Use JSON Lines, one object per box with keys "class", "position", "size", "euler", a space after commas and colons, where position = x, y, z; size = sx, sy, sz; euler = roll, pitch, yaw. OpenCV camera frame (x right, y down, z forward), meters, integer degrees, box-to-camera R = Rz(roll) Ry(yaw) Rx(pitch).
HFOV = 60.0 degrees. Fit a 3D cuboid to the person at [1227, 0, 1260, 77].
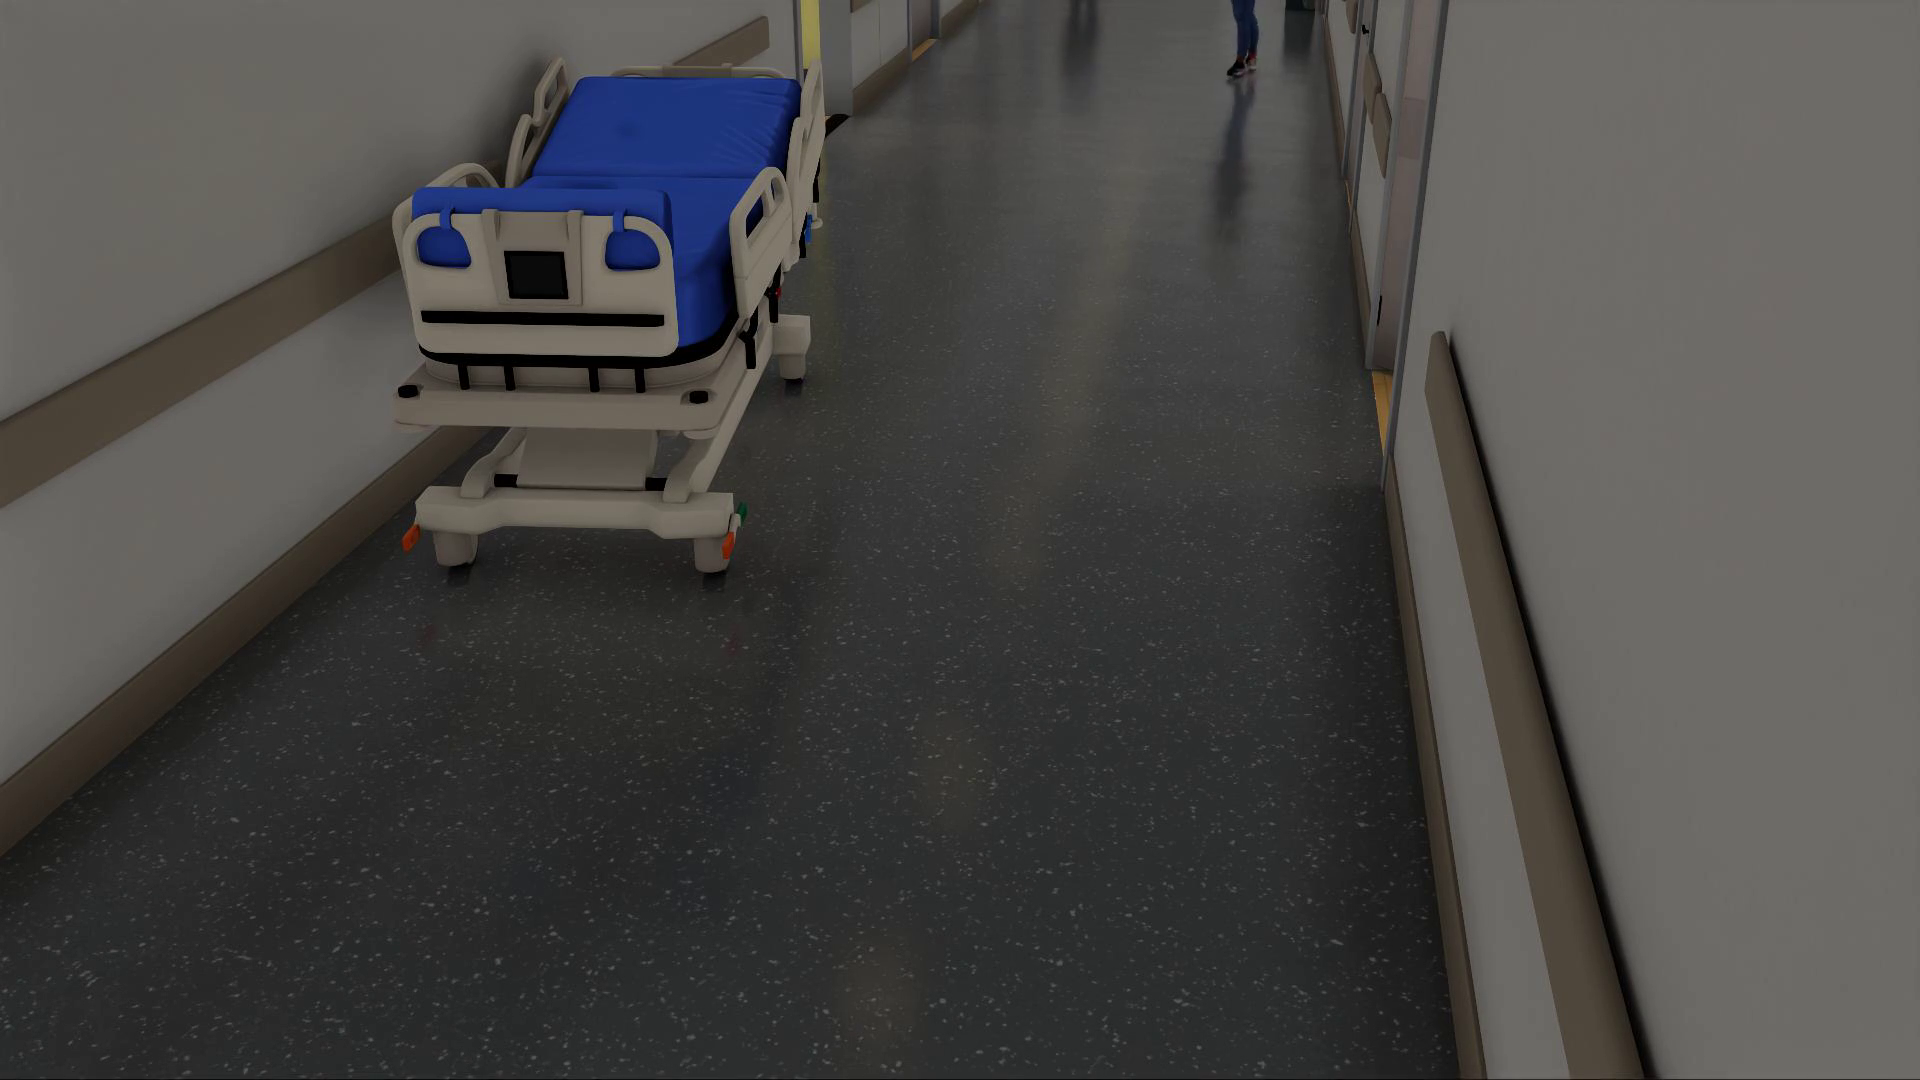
{"class": "person", "position": [2.302, -4.554, 13.311], "size": [0.706, 1.593, 0.789], "euler": [7, 27, 14]}
